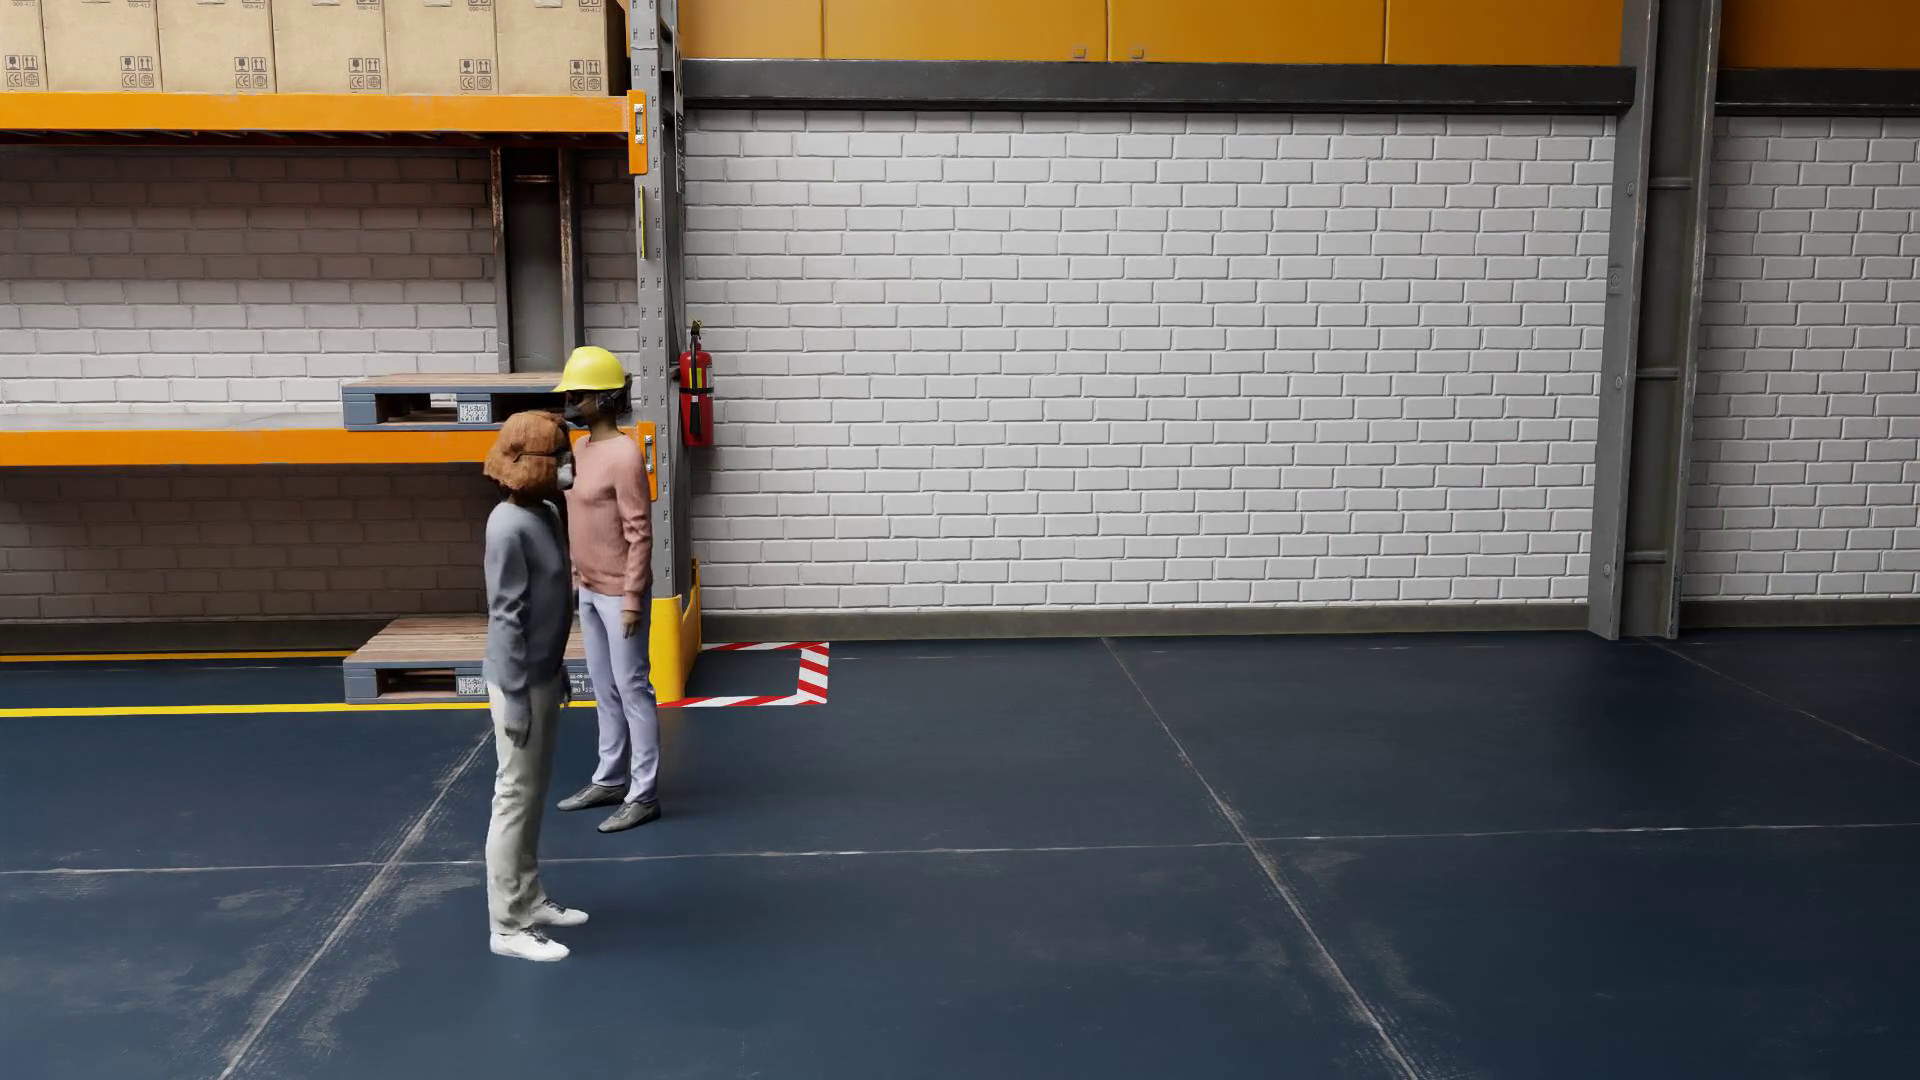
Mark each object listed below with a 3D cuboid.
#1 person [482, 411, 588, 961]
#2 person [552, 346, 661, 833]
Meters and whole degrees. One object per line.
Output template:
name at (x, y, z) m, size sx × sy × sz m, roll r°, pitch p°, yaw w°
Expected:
person at (-1.282, 0.433, 4.983) m, size 0.306 × 1.629 × 0.525 m, roll 0°, pitch 9°, yaw 0°
person at (-1.298, 0.180, 6.084) m, size 0.327 × 1.769 × 0.525 m, roll -6°, pitch 11°, yaw -35°
